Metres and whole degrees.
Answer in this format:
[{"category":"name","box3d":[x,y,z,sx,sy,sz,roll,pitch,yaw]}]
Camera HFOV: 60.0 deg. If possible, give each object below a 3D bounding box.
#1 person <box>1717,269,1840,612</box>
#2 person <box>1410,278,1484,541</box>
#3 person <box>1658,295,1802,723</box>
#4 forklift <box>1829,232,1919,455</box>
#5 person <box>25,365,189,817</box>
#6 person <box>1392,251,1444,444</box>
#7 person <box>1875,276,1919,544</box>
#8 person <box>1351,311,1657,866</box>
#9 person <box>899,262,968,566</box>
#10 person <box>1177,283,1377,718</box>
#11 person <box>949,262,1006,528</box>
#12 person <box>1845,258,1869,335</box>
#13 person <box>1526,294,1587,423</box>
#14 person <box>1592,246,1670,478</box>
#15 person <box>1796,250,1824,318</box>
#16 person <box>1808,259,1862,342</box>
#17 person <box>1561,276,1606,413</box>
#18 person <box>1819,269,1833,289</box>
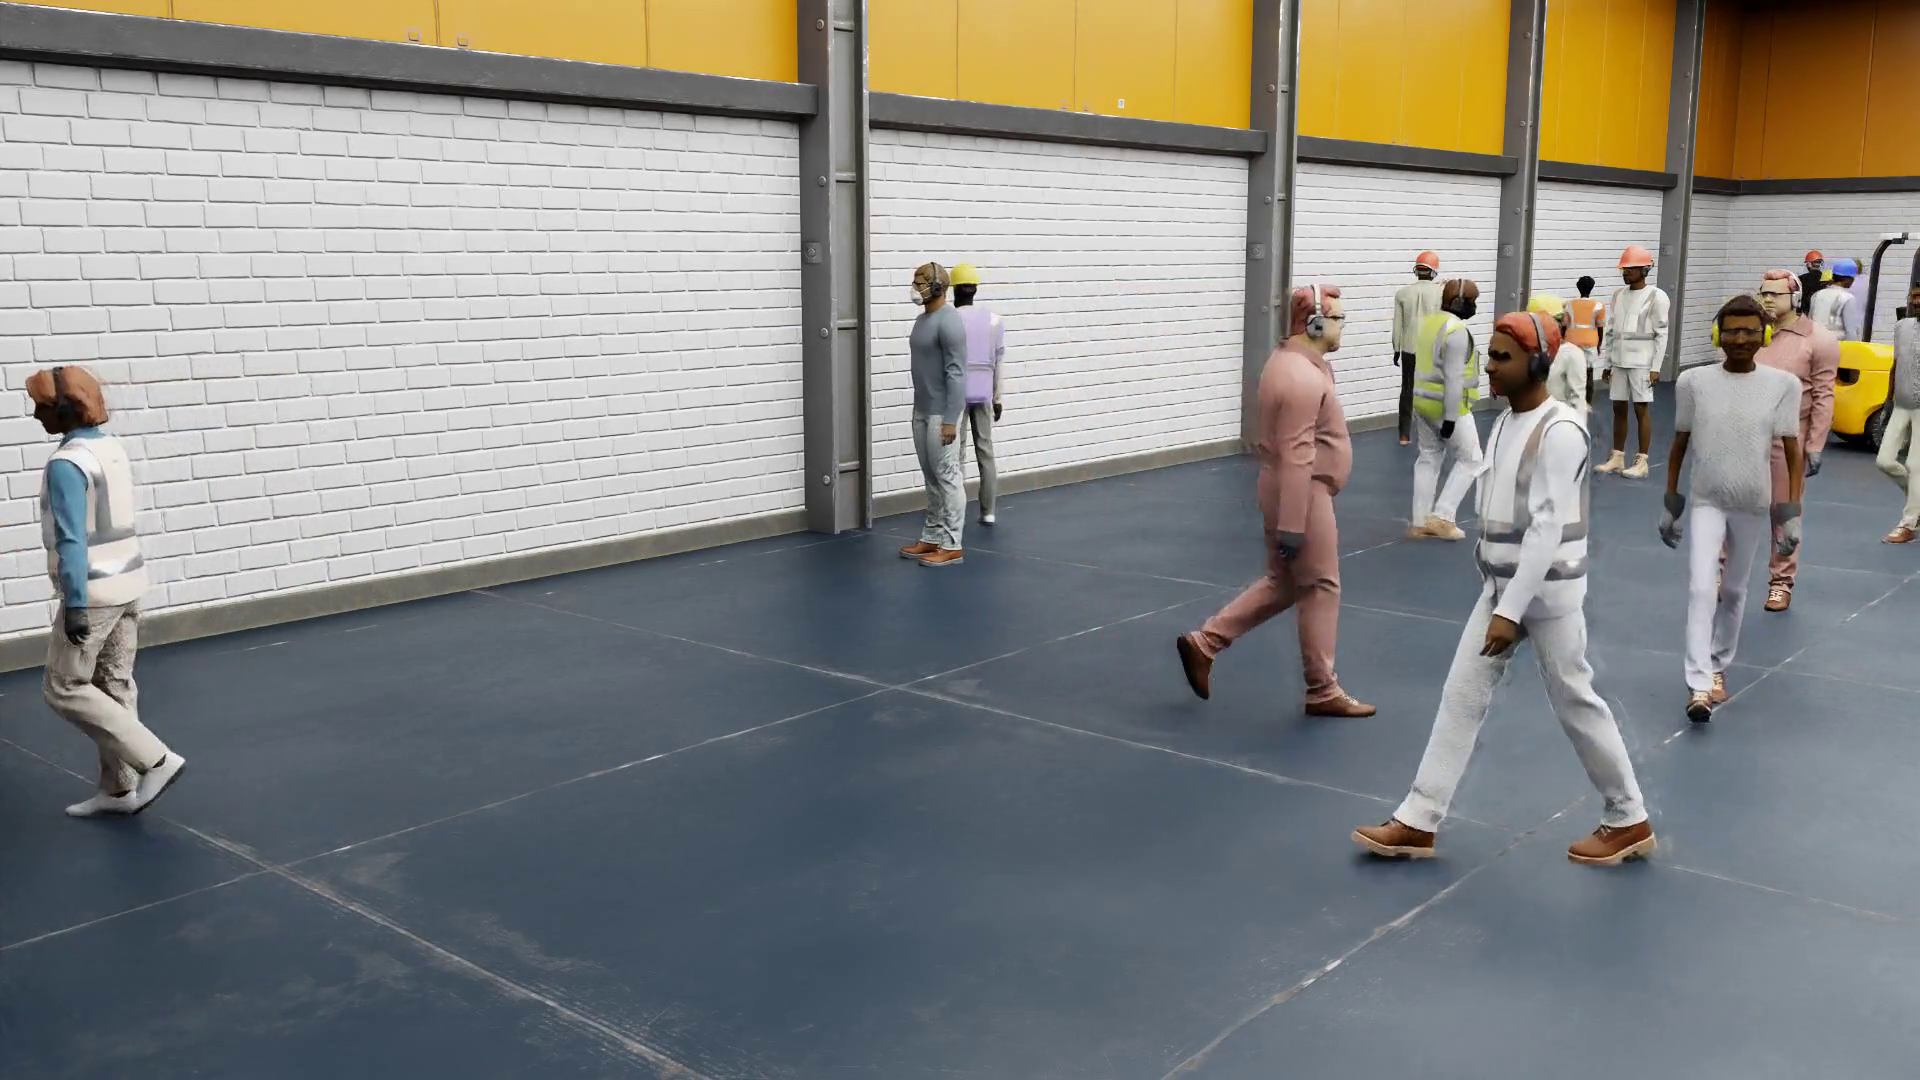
[{"category":"person","box3d":[4.534,-0.558,9.363,0.403,1.911,0.637,-9,13,-40]},{"category":"person","box3d":[3.375,-0.889,11.512,0.475,1.822,0.641,-2,10,-11]},{"category":"person","box3d":[3.310,-0.126,7.136,0.554,1.818,0.957,4,11,21]},{"category":"forklift","box3d":[9.955,-1.972,16.595,2.313,2.155,1.214,1,10,8]},{"category":"person","box3d":[-2.996,0.201,5.833,0.409,1.627,0.537,-1,10,-6]},{"category":"person","box3d":[4.762,-1.965,17.120,0.622,1.994,0.381,5,11,28]},{"category":"person","box3d":[6.592,-0.895,11.428,0.478,1.855,0.544,-4,11,-23]},{"category":"person","box3d":[1.850,0.180,5.414,1.010,1.835,0.591,-1,10,-8]},{"category":"person","box3d":[-0.154,-0.803,10.664,0.377,1.940,0.628,-4,11,-21]},{"category":"person","box3d":[1.393,-0.159,7.155,0.780,1.885,0.651,0,10,2]},{"category":"person","box3d":[0.042,-1.052,12.125,0.593,1.923,0.384,-5,11,-24]},{"category":"person","box3d":[12.641,-3.056,23.661,0.632,1.893,1.005,-1,10,-6]},{"category":"person","box3d":[3.744,-0.677,10.503,0.464,1.739,0.593,-4,11,-22]},{"category":"person","box3d":[5.931,-1.567,14.719,0.391,2.040,0.614,-5,11,-26]},{"category":"person","box3d":[13.118,-3.459,25.658,0.613,1.988,0.402,-2,10,-11]},{"category":"person","box3d":[9.459,-2.047,17.864,0.959,1.896,0.620,-2,10,-11]},{"category":"person","box3d":[7.648,-2.399,20.466,0.530,1.689,0.321,4,11,19]},{"category":"person","box3d":[10.834,-2.499,20.817,0.533,1.767,0.326,-4,11,-22]}]
